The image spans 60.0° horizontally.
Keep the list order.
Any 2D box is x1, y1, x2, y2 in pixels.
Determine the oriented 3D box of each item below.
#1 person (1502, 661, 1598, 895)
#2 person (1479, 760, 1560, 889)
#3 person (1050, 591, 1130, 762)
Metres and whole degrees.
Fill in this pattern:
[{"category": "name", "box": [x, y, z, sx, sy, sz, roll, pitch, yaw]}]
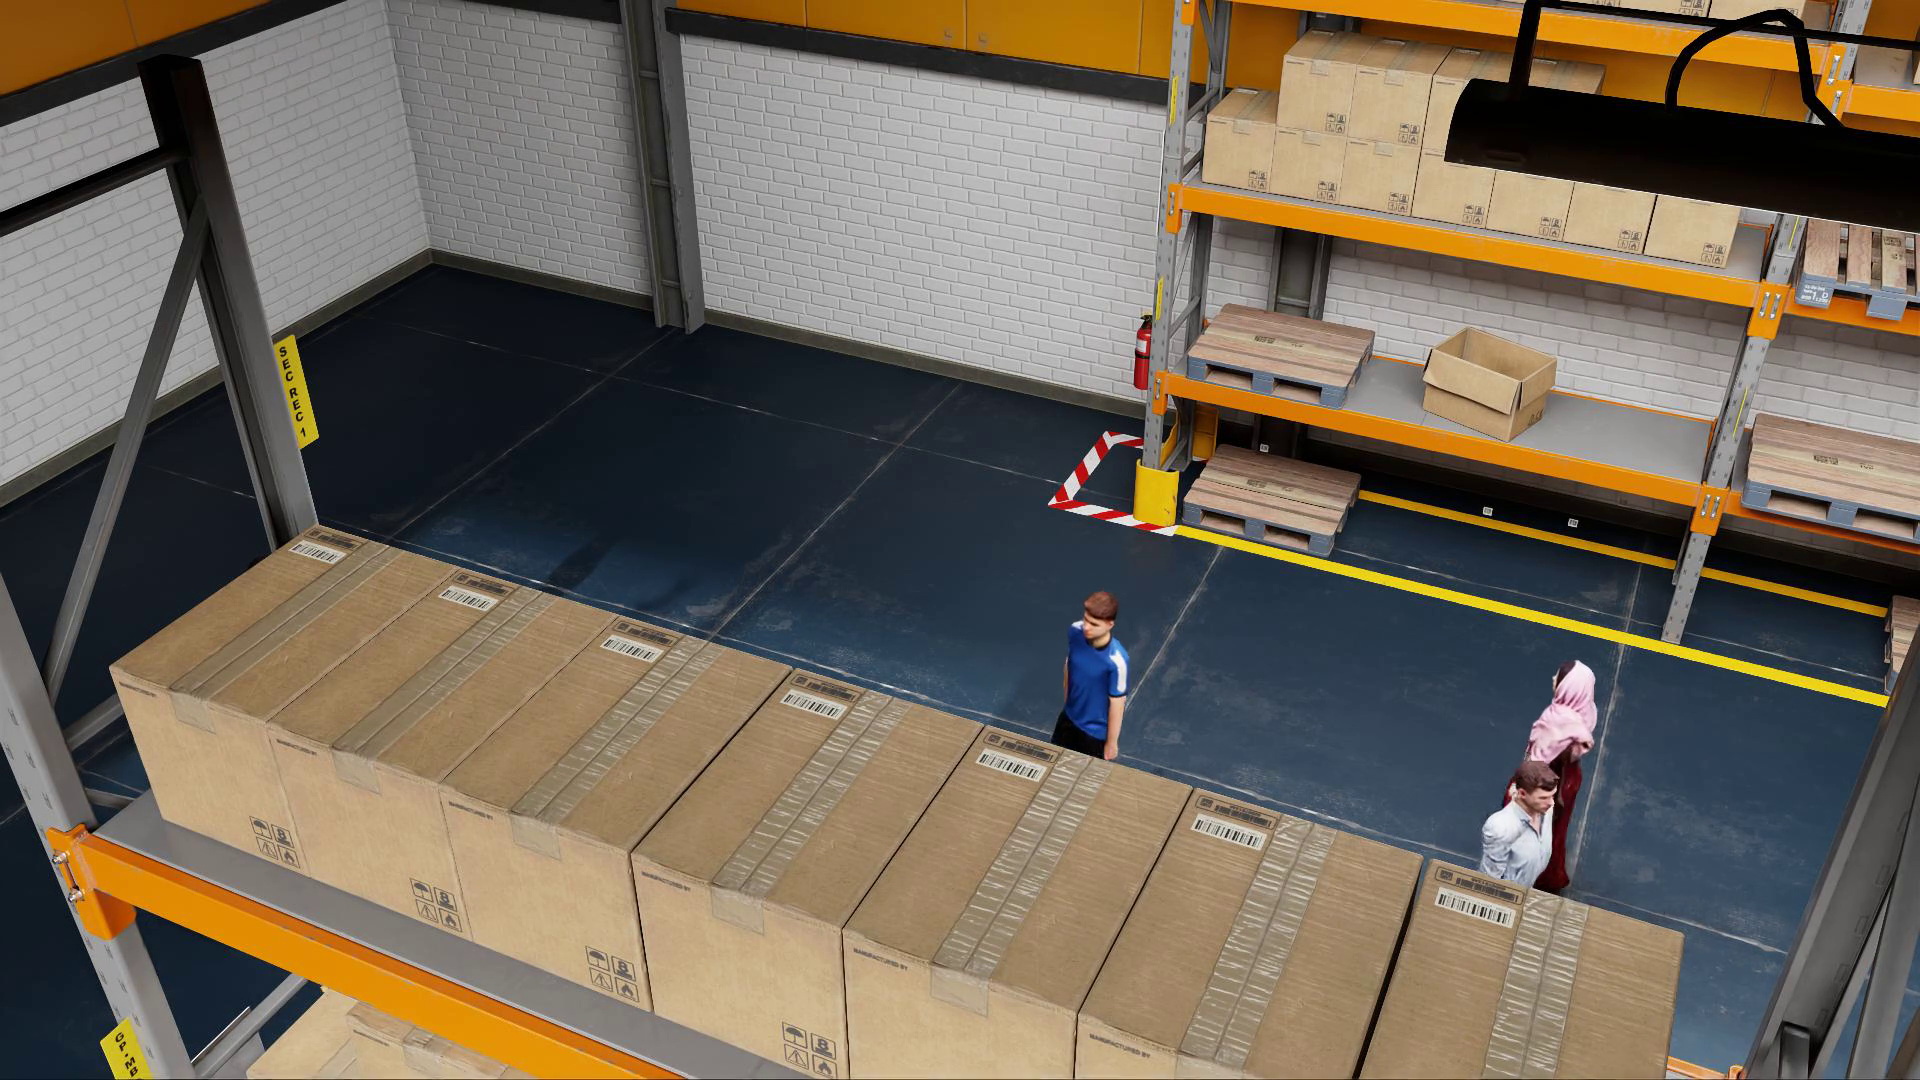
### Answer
[{"category": "person", "box": [3.467, 1.393, 9.521, 0.779, 1.641, 0.724, 20, 39, 28]}, {"category": "person", "box": [2.812, 1.845, 8.655, 0.745, 1.847, 0.731, -24, 40, -31]}, {"category": "person", "box": [0.846, 1.033, 9.873, 0.872, 1.851, 0.802, -24, 41, -32]}]
